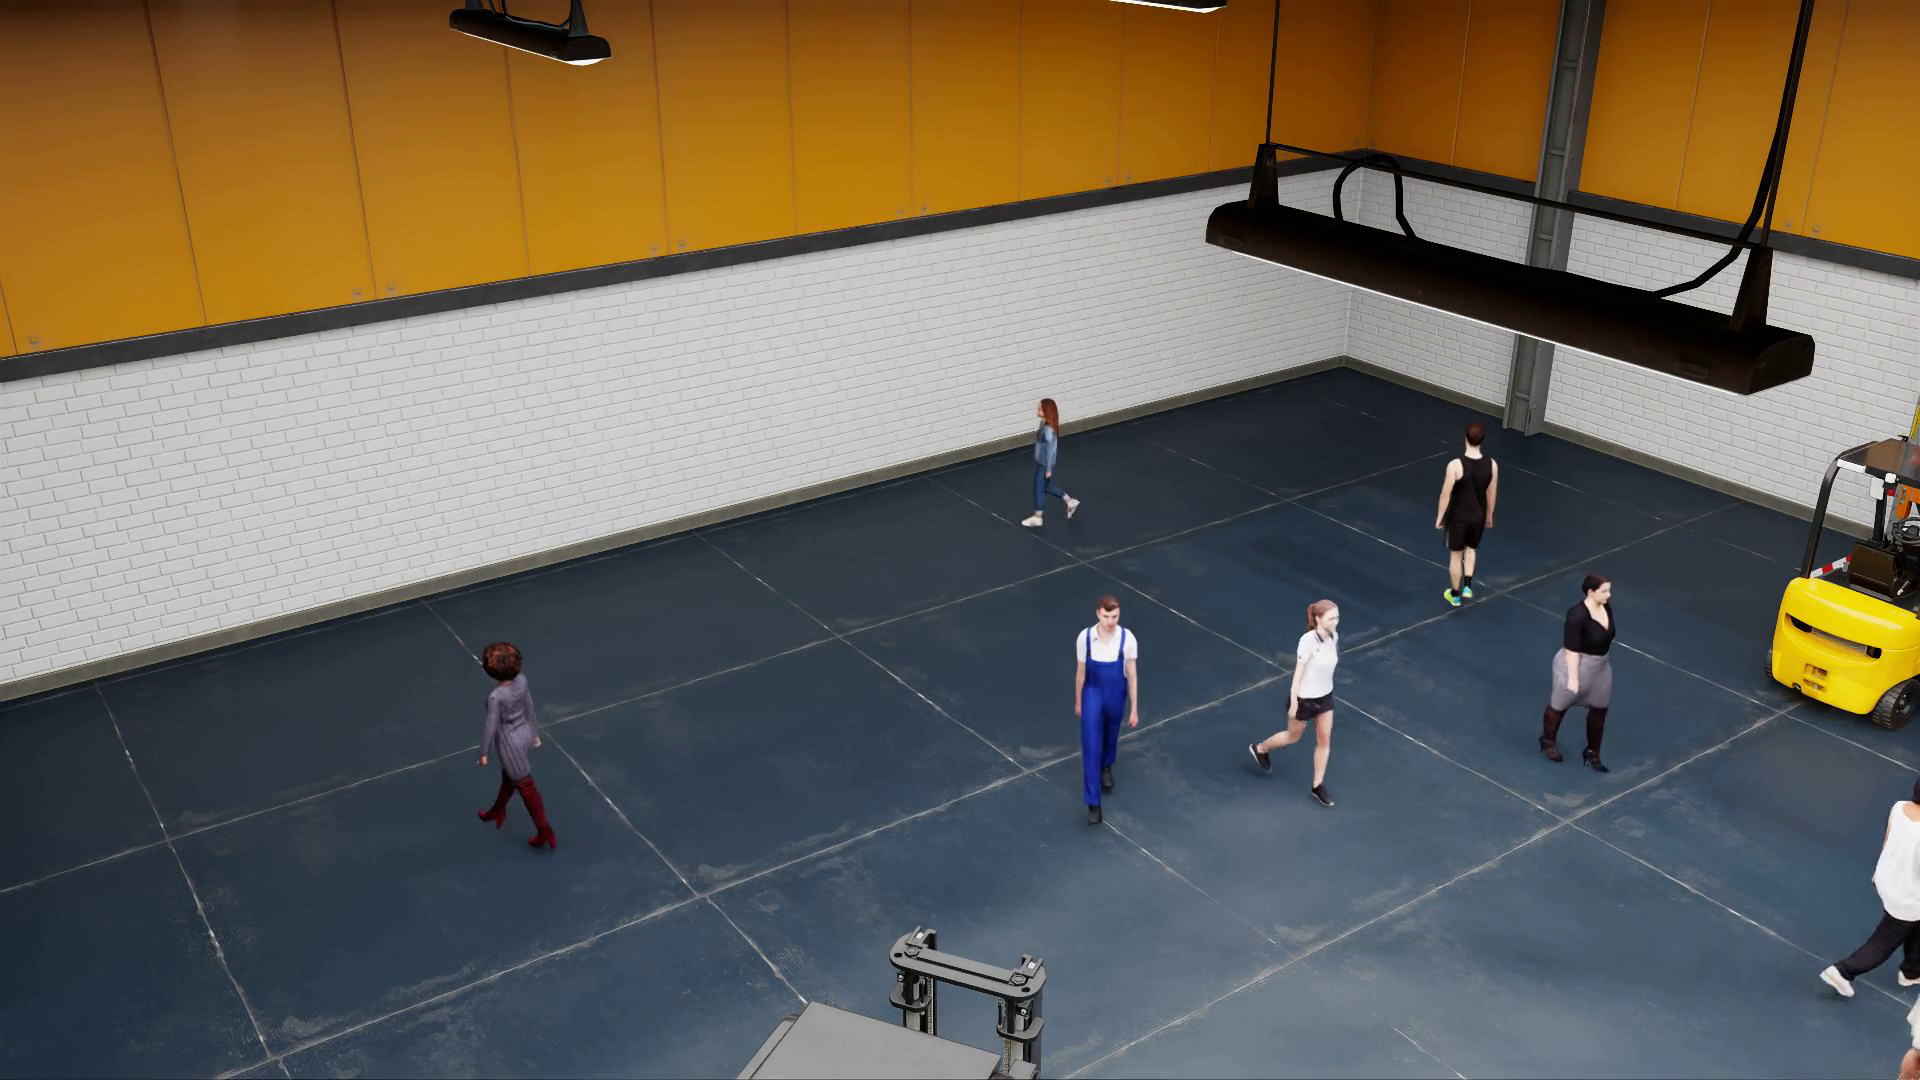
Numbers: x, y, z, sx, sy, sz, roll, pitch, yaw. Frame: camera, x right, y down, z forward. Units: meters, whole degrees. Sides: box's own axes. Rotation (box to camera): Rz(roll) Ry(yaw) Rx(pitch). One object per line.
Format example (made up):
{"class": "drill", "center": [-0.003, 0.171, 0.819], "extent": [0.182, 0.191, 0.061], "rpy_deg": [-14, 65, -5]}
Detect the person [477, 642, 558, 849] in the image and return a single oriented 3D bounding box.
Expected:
{"class": "person", "center": [-3.225, 1.565, 12.336], "extent": [1.076, 1.682, 0.938], "rpy_deg": [9, 25, 20]}

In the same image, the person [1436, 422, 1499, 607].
{"class": "person", "center": [4.942, -0.204, 16.128], "extent": [0.817, 1.885, 0.831], "rpy_deg": [-1, 24, -3]}

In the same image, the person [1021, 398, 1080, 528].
{"class": "person", "center": [1.007, -0.832, 18.103], "extent": [0.884, 1.455, 0.909], "rpy_deg": [-2, 24, -5]}

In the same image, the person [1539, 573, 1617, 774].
{"class": "person", "center": [4.949, 1.030, 13.492], "extent": [0.673, 1.737, 0.797], "rpy_deg": [-15, 28, -30]}

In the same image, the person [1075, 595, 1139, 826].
{"class": "person", "center": [1.132, 1.225, 12.980], "extent": [1.138, 1.789, 1.329], "rpy_deg": [0, 24, 1]}

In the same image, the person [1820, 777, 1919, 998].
{"class": "person", "center": [6.083, 2.267, 10.758], "extent": [1.136, 1.659, 1.100], "rpy_deg": [3, 24, 7]}

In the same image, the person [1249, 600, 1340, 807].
{"class": "person", "center": [2.699, 1.221, 13.070], "extent": [0.594, 1.724, 1.023], "rpy_deg": [-16, 28, -33]}
